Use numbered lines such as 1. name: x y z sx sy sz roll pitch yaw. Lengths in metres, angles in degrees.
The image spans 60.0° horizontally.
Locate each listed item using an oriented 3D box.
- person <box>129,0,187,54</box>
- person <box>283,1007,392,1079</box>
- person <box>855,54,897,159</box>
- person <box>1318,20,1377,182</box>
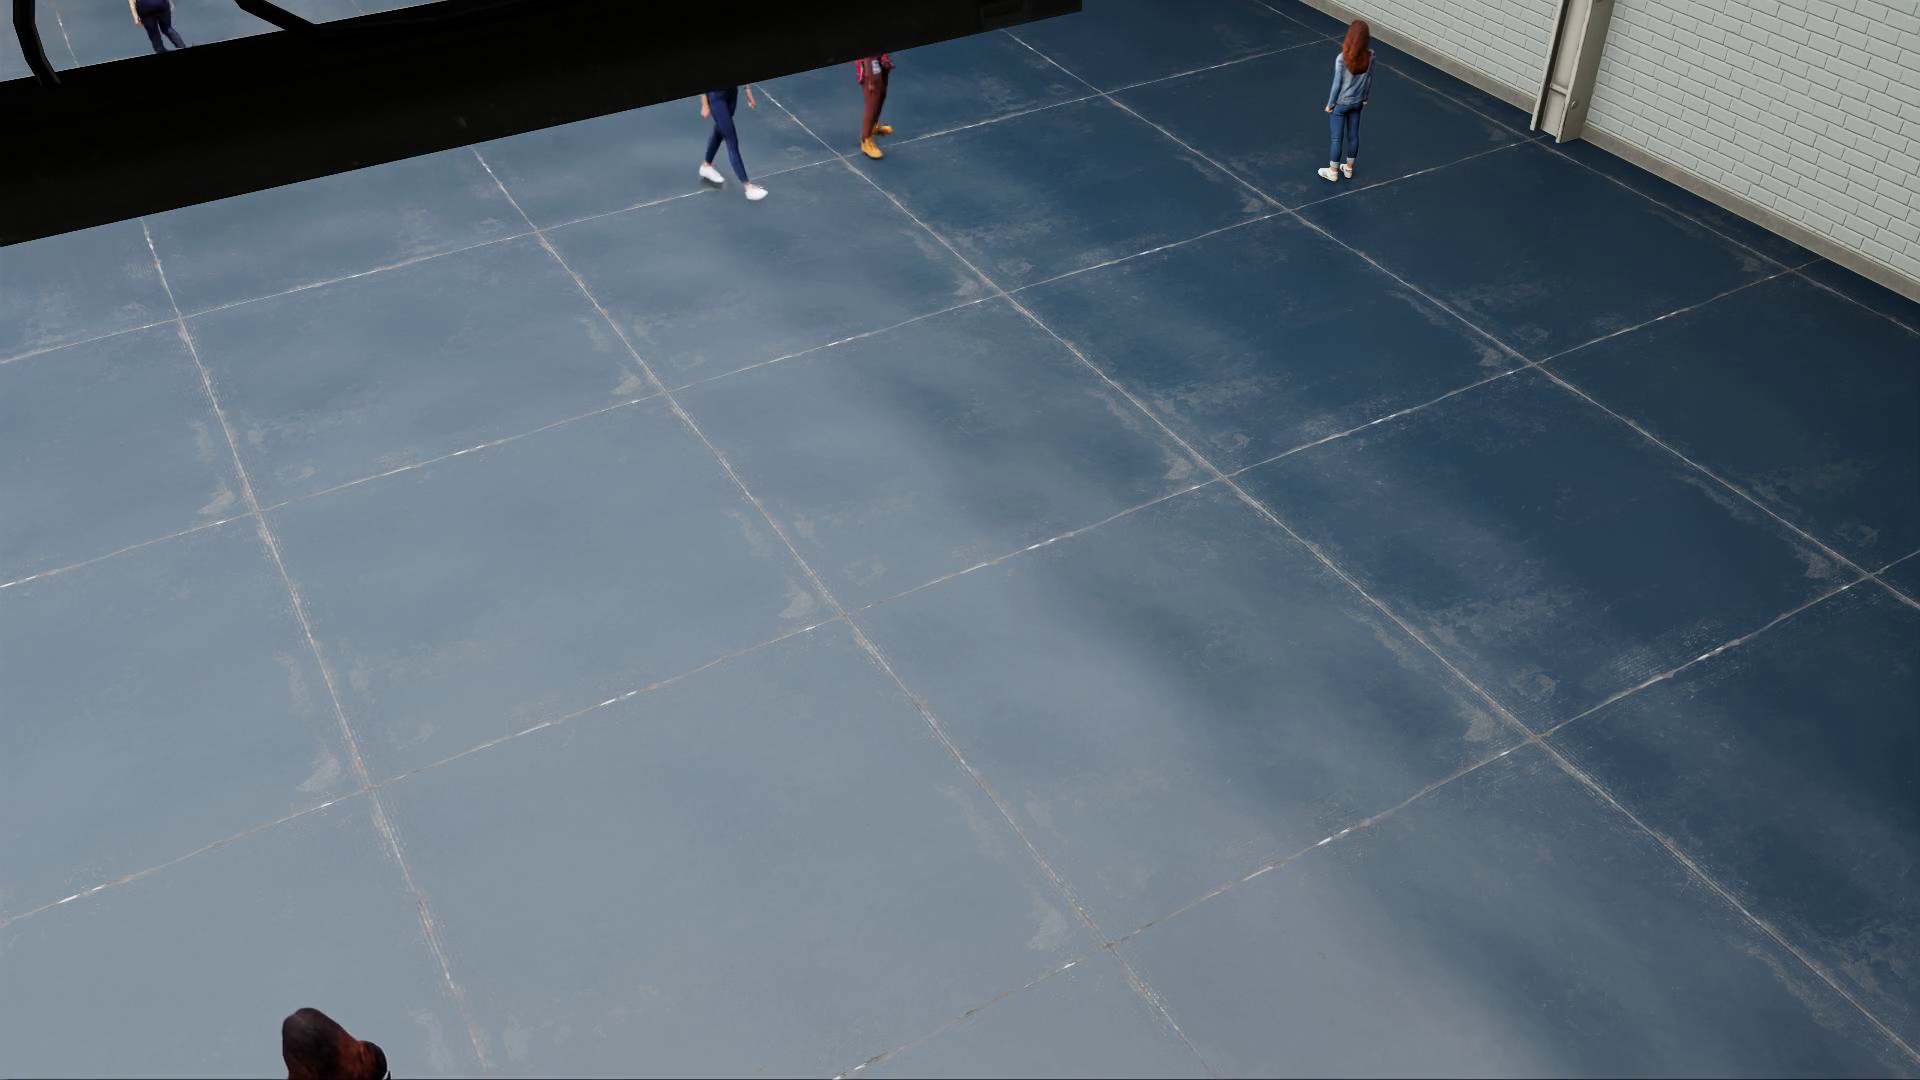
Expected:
1. person: -8.022 -5.338 16.637 0.920 1.688 0.800 24 44 27
2. person: -2.442 2.445 6.728 0.716 1.639 0.700 23 43 26
3. person: -0.832 -4.358 15.383 0.975 1.688 0.917 2 38 2
4. person: 3.519 -3.980 15.073 0.597 1.476 0.535 -14 40 -17
